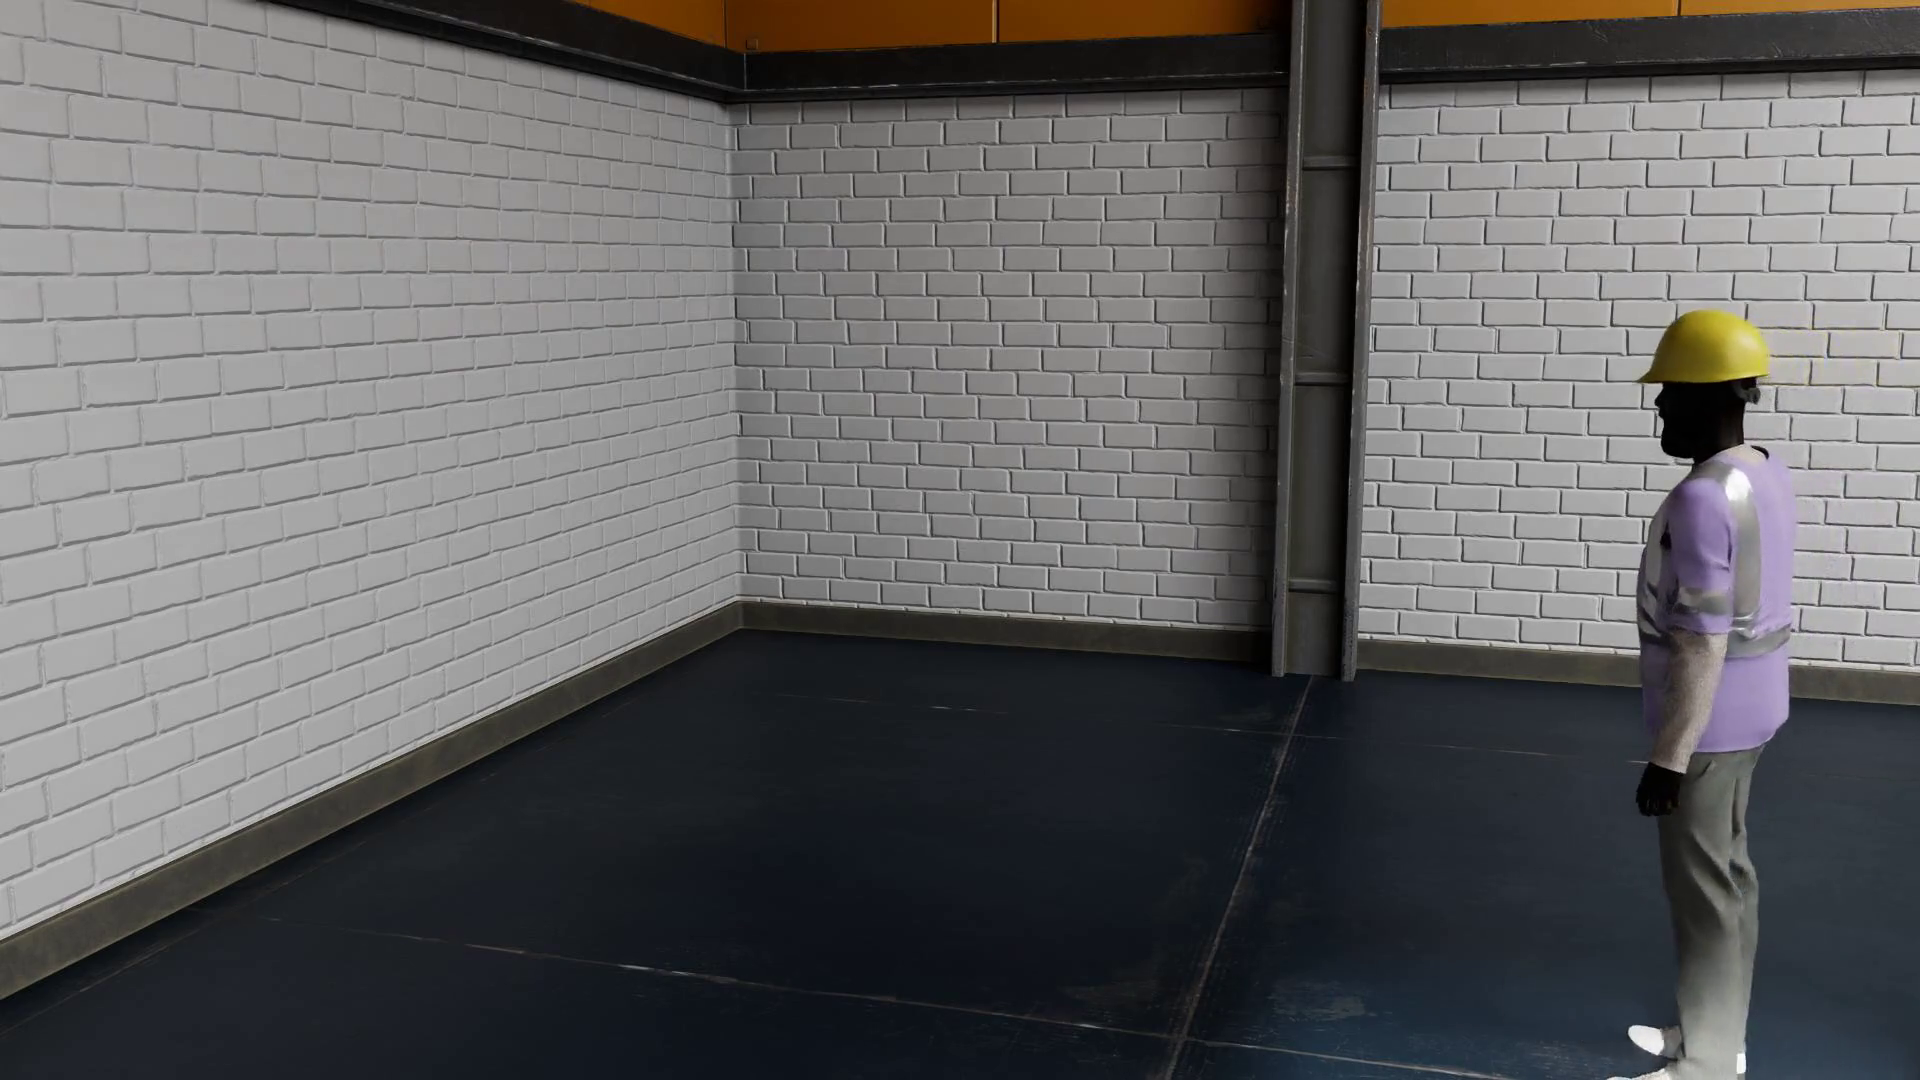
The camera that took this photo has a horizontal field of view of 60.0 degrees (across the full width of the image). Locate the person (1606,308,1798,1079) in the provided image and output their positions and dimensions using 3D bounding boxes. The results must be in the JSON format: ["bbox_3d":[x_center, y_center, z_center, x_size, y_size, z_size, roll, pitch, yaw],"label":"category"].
[{"bbox_3d":[1.761,0.417,3.988,0.385,1.924,0.593,7,12,38],"label":"person"}]
